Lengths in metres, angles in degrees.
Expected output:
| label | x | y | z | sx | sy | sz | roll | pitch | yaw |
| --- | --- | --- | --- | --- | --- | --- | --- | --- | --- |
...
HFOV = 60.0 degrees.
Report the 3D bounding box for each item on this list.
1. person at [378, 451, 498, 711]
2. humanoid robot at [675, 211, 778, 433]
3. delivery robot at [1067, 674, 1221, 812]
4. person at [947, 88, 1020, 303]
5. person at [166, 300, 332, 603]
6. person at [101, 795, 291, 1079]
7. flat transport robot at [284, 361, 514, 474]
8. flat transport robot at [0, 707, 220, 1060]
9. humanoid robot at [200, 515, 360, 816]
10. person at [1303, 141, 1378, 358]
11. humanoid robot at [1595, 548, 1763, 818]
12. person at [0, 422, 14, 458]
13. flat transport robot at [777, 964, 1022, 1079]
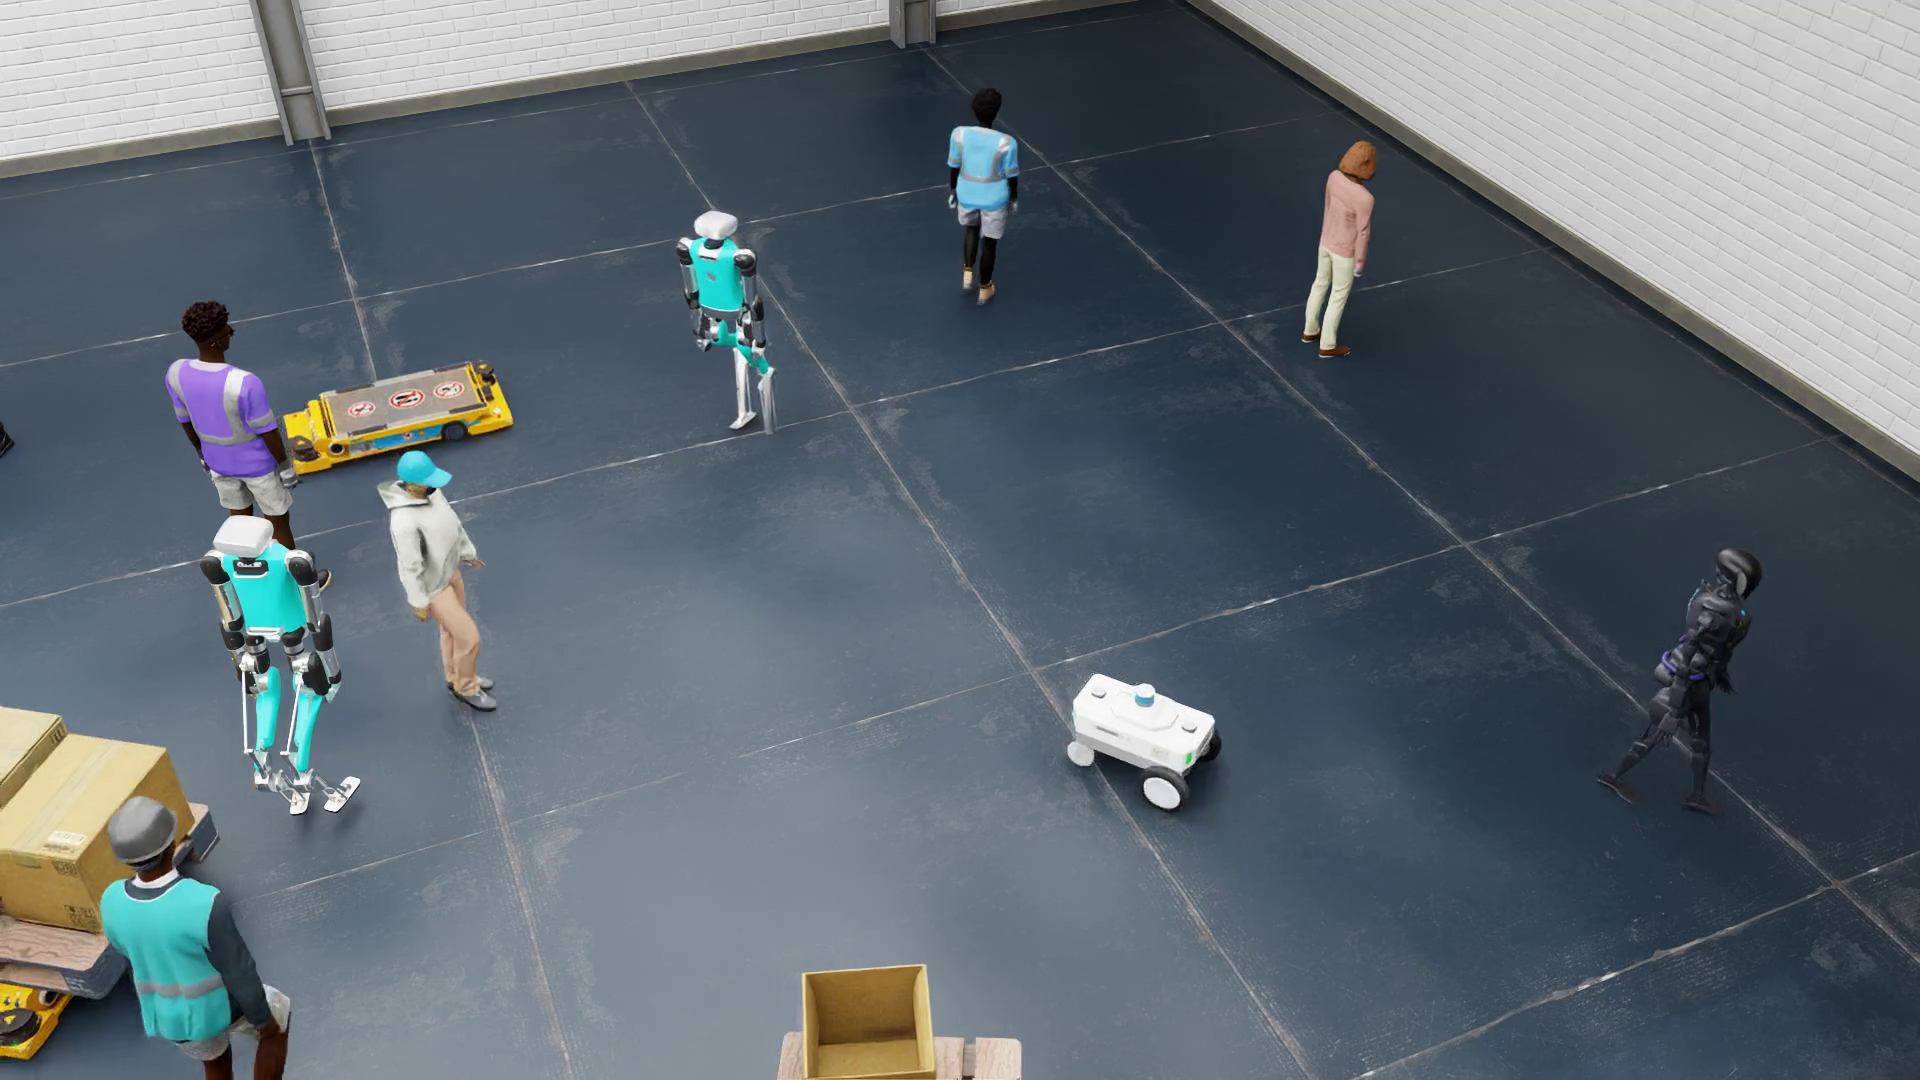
| label | x | y | z | sx | sy | sz | roll | pitch | yaw |
| --- | --- | --- | --- | --- | --- | --- | --- | --- | --- |
| person | -2.714 | 0.215 | 8.847 | 0.483 | 1.657 | 0.509 | 3 | 38 | 4 |
| humanoid robot | -1.443 | -1.403 | 10.961 | 0.543 | 1.840 | 0.795 | 11 | 39 | 14 |
| delivery robot | 0.968 | 1.017 | 8.722 | 0.803 | 0.603 | 0.499 | 19 | 42 | 23 |
| person | 0.187 | -2.565 | 12.443 | 0.554 | 1.683 | 0.381 | 13 | 39 | 16 |
| person | -4.087 | -0.478 | 9.504 | 0.612 | 1.963 | 0.361 | 10 | 39 | 13 |
| person | -2.991 | 1.786 | 6.580 | 0.593 | 1.896 | 0.493 | 3 | 38 | 4 |
| flat transport robot | -3.849 | -0.853 | 11.383 | 1.431 | 0.231 | 0.659 | -15 | 40 | -19 |
| flat transport robot | -4.319 | 1.788 | 7.946 | 0.659 | 0.231 | 1.431 | 7 | 38 | 9 |
| humanoid robot | -3.314 | 0.728 | 8.011 | 0.533 | 1.677 | 0.735 | 1 | 38 | 2 |
| person | 2.726 | -2.067 | 11.851 | 0.292 | 1.623 | 0.492 | -16 | 40 | -20 |
| humanoid robot | 3.646 | 0.728 | 8.179 | 0.602 | 1.637 | 0.646 | -31 | 47 | -34 |
| person | -6.618 | -1.342 | 10.654 | 0.550 | 1.932 | 0.374 | 12 | 39 | 15 |
| flat transport robot | -0.288 | 2.719 | 6.735 | 1.431 | 0.231 | 0.659 | 2 | 38 | 2 |
